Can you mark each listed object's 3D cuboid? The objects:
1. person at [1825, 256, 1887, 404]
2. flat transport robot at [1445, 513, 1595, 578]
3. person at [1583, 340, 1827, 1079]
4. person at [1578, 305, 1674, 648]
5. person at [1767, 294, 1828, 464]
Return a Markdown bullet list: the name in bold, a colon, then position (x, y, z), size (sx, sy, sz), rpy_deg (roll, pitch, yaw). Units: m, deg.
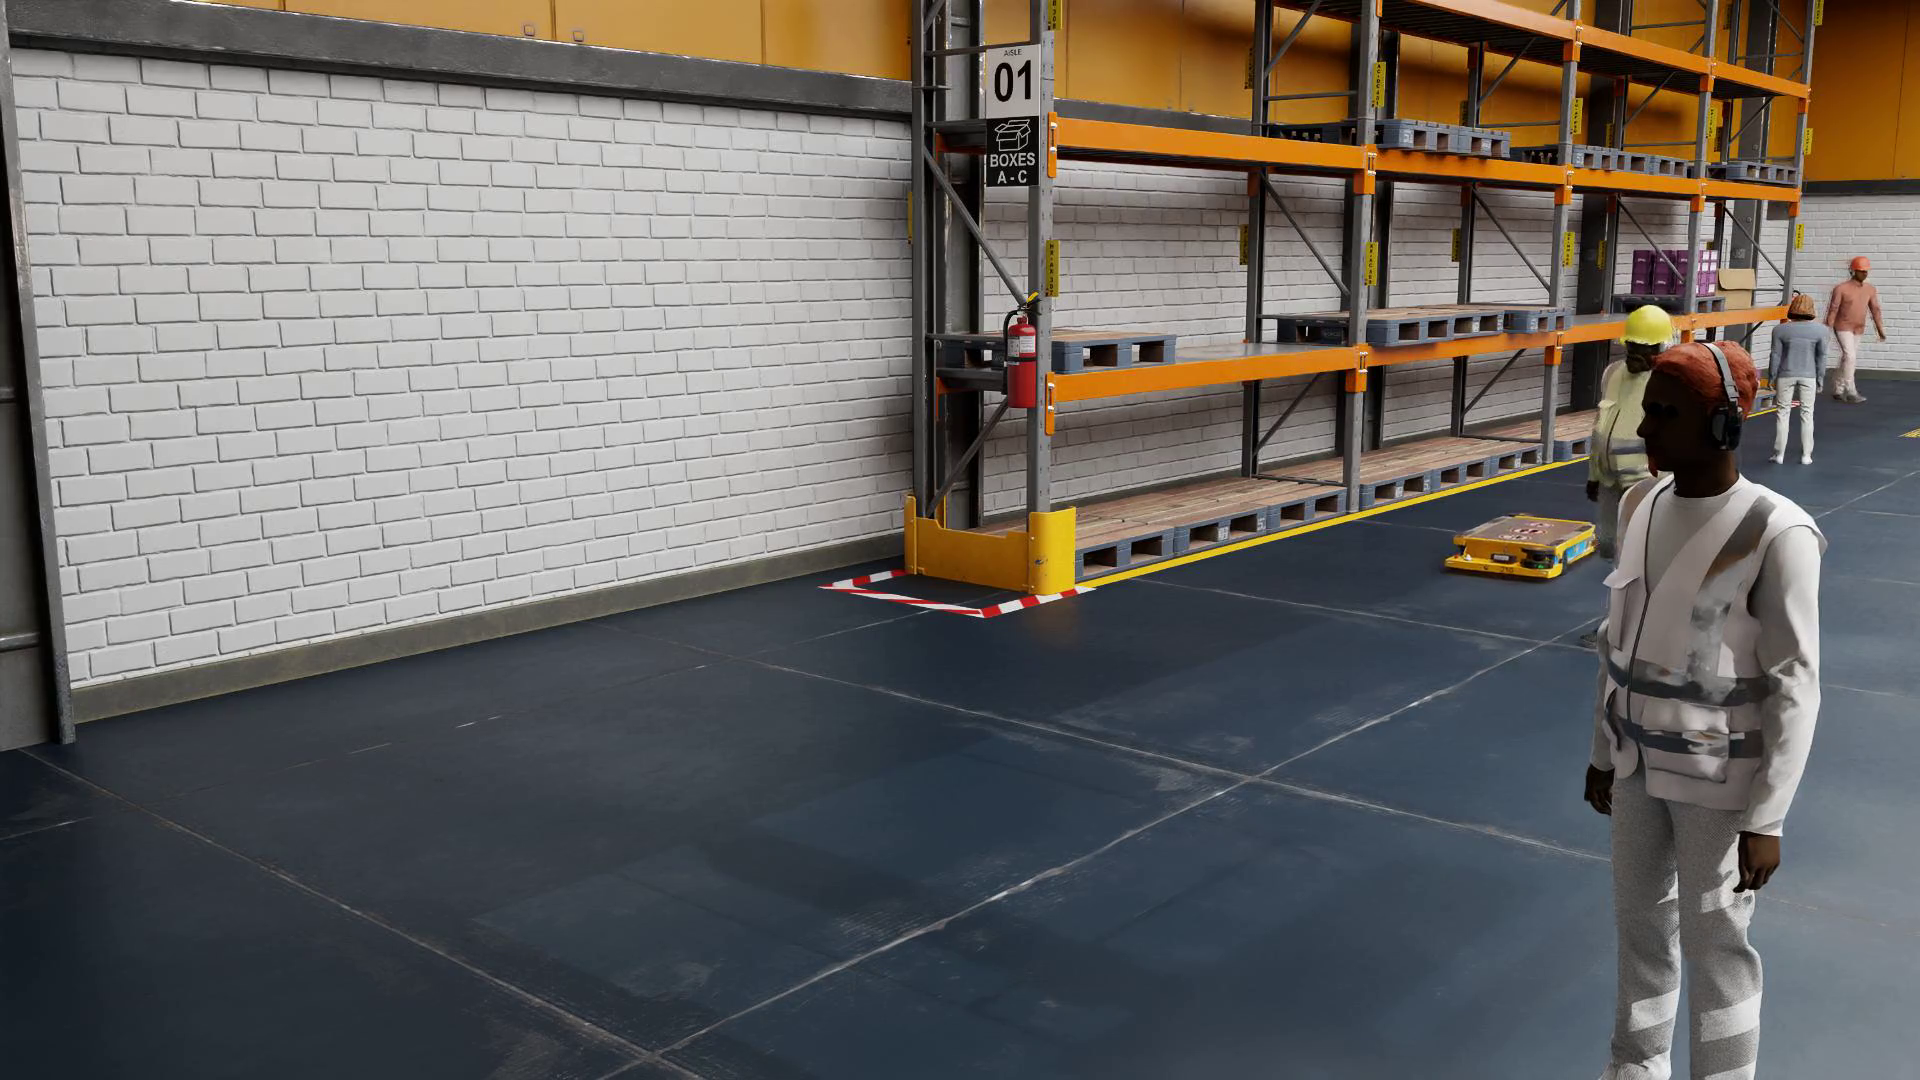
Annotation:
- **person**: position (11.965, -2.783, 22.170), size (0.639, 1.953, 0.914), rpy_deg (-3, 10, -15)
- **flat transport robot**: position (3.764, 0.022, 10.989), size (0.652, 0.197, 1.431), rpy_deg (7, 12, 34)
- **person**: position (1.570, 0.512, 3.609), size (0.337, 1.882, 0.584), rpy_deg (-3, 10, -15)
- **person**: position (3.568, -0.327, 8.672), size (0.666, 1.788, 0.643), rpy_deg (-4, 11, -23)
- **person**: position (8.054, -1.543, 16.025), size (0.502, 1.632, 0.279), rpy_deg (4, 11, 21)
